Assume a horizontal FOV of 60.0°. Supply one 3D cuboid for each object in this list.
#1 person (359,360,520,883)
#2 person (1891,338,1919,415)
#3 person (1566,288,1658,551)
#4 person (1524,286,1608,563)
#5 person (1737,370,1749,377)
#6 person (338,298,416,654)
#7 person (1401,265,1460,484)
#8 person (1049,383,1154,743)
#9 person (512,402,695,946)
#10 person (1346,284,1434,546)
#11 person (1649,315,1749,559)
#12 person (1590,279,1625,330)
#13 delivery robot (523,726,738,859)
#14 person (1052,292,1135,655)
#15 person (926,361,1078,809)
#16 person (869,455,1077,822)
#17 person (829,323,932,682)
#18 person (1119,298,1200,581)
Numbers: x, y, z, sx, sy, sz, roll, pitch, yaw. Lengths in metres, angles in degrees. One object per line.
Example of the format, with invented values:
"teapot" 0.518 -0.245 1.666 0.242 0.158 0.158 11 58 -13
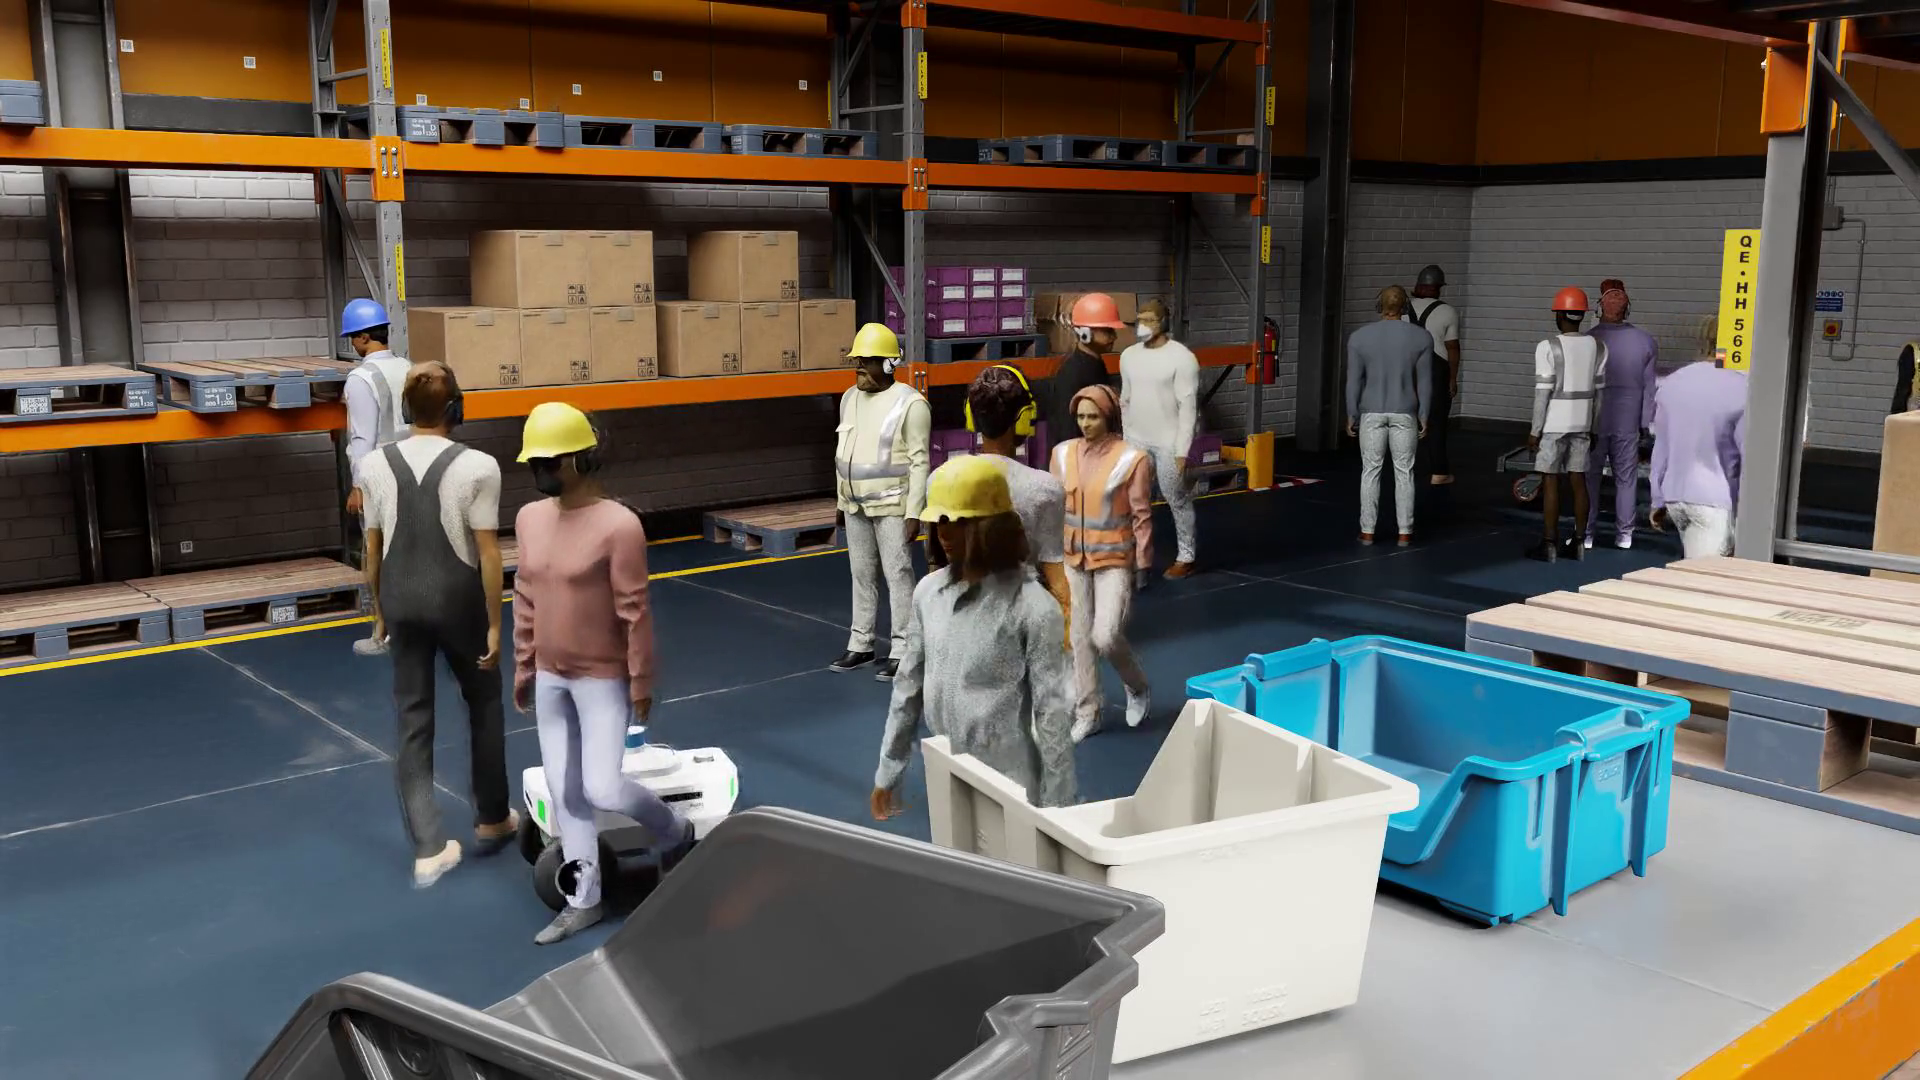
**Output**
"person" -1.862 0.268 5.995 0.519 1.818 0.722 0 10 -1
"person" 6.884 -0.735 11.604 0.704 1.823 0.429 3 11 16
"person" 4.715 -0.869 12.130 0.636 1.911 0.406 1 10 3
"person" 4.240 -0.808 11.701 0.553 1.935 0.364 -3 10 -15
"person" 5.662 -0.779 11.871 1.019 1.821 0.568 -4 11 -20
"person" -3.154 -0.343 9.100 0.401 1.938 0.603 2 10 11
"person" 4.374 -1.550 15.571 0.676 2.000 0.536 9 13 40
"person" 0.624 0.107 7.454 0.512 1.624 0.400 8 13 38
"person" -1.175 0.419 5.386 0.526 1.748 0.512 6 12 31
"person" 3.167 -0.916 12.306 0.627 1.940 0.375 3 11 15
"person" 3.740 -0.164 8.163 0.767 1.908 0.659 -4 11 -19
"person" 6.374 -1.622 16.415 0.354 1.883 0.573 0 10 2
"delivery robot" -1.143 0.891 5.797 0.707 0.478 0.477 -4 11 -22
"person" 0.730 -0.338 8.961 0.524 1.971 0.648 4 11 22
"person" 0.140 0.372 5.280 0.512 1.874 0.328 5 11 26
"person" -0.015 0.637 4.263 0.879 1.700 0.507 -9 13 -40
"person" -0.427 -0.192 8.544 0.589 1.834 0.403 8 13 39
"person" 1.254 -0.620 10.812 0.647 1.885 1.009 9 14 41
